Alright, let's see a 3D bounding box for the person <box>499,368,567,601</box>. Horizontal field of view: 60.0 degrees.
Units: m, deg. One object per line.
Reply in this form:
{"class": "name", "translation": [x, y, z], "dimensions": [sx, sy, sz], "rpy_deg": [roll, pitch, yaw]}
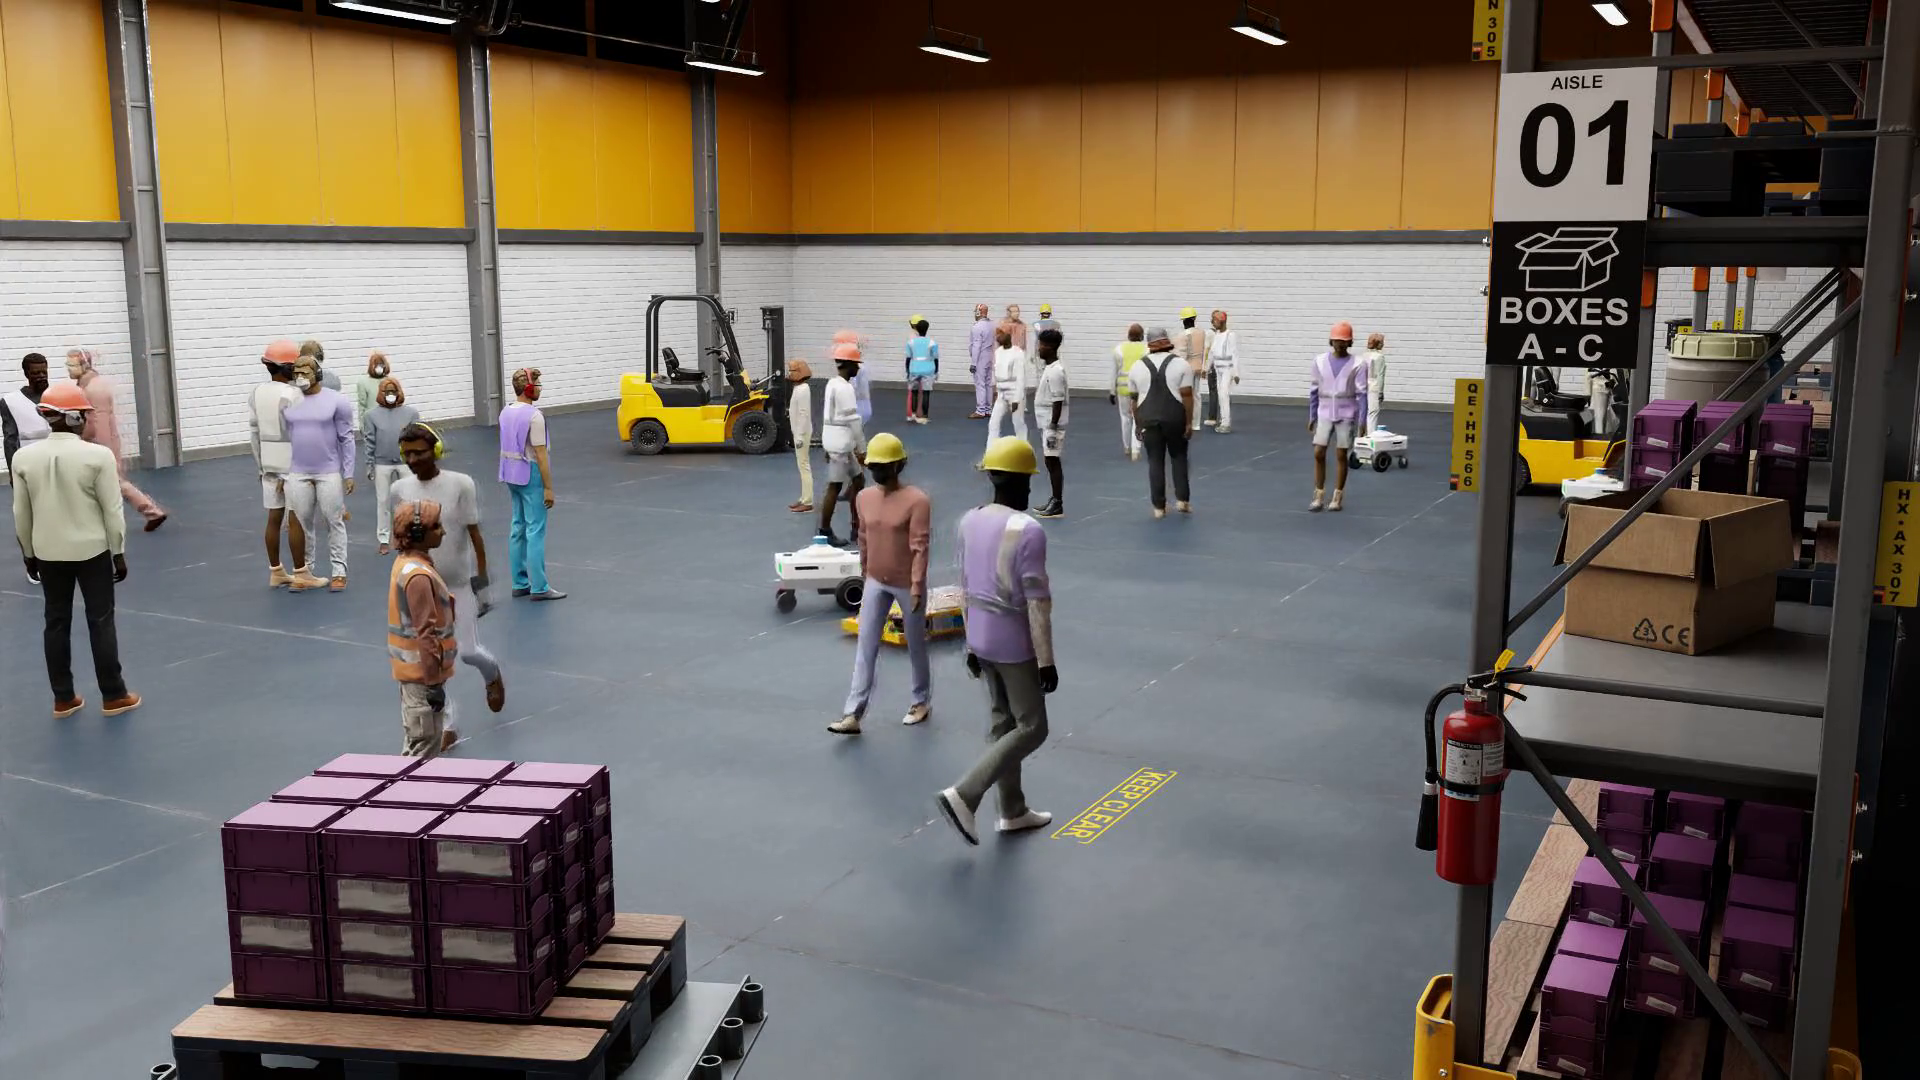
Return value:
{"class": "person", "translation": [-3.424, -0.436, 13.160], "dimensions": [0.566, 1.846, 0.389], "rpy_deg": [9, 13, 43]}

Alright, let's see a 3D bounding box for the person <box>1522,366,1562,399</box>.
{"class": "person", "translation": [8.099, -2.236, 23.316], "dimensions": [0.631, 1.940, 0.372], "rpy_deg": [6, 12, 31]}

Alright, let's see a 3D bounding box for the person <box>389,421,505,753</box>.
{"class": "person", "translation": [-2.846, 0.238, 9.301], "dimensions": [0.569, 1.833, 0.684], "rpy_deg": [1, 10, 5]}

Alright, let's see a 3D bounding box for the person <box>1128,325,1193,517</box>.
{"class": "person", "translation": [2.099, -1.269, 17.421], "dimensions": [0.699, 2.000, 0.581], "rpy_deg": [3, 10, 15]}

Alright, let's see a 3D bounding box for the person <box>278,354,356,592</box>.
{"class": "person", "translation": [-5.219, -0.535, 13.470], "dimensions": [0.634, 1.938, 0.355], "rpy_deg": [0, 10, -2]}

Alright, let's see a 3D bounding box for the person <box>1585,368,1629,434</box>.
{"class": "person", "translation": [8.768, -2.036, 22.496], "dimensions": [0.617, 1.820, 0.431], "rpy_deg": [2, 10, 12]}

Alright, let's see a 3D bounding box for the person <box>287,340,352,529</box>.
{"class": "person", "translation": [-6.432, -1.036, 16.509], "dimensions": [0.644, 1.900, 0.999], "rpy_deg": [1, 10, 7]}

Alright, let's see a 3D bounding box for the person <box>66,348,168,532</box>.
{"class": "person", "translation": [-8.218, -0.932, 16.032], "dimensions": [0.875, 1.861, 0.678], "rpy_deg": [-9, 13, -41]}

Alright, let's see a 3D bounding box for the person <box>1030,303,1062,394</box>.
{"class": "person", "translation": [1.560, -3.402, 30.370], "dimensions": [0.586, 1.833, 0.403], "rpy_deg": [-2, 10, -13]}

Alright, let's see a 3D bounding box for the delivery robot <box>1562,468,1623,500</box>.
{"class": "delivery robot", "translation": [6.509, -0.492, 16.947], "dimensions": [0.707, 0.478, 0.477], "rpy_deg": [4, 11, 21]}

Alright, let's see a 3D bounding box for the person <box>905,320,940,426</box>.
{"class": "person", "translation": [-0.594, -2.677, 26.633], "dimensions": [0.548, 1.678, 0.621], "rpy_deg": [1, 10, 7]}

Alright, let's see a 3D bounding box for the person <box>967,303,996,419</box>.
{"class": "person", "translation": [0.344, -2.971, 27.665], "dimensions": [0.408, 1.909, 0.642], "rpy_deg": [5, 11, 27]}

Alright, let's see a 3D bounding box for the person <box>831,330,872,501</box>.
{"class": "person", "translation": [-1.078, -1.353, 18.309], "dimensions": [0.713, 1.900, 0.595], "rpy_deg": [1, 10, 8]}

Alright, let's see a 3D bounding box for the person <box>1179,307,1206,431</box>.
{"class": "person", "translation": [3.520, -2.610, 25.516], "dimensions": [0.368, 1.926, 0.587], "rpy_deg": [9, 13, 41]}

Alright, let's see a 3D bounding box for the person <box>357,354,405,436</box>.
{"class": "person", "translation": [-6.702, -1.370, 19.298], "dimensions": [0.510, 1.593, 0.832], "rpy_deg": [-5, 11, -28]}

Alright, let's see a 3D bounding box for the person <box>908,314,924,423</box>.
{"class": "person", "translation": [-0.702, -2.782, 26.983], "dimensions": [0.333, 1.767, 0.532], "rpy_deg": [1, 10, 8]}

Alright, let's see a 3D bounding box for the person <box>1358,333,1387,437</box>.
{"class": "person", "translation": [5.731, -2.051, 23.117], "dimensions": [0.315, 1.636, 0.514], "rpy_deg": [-3, 10, -16]}

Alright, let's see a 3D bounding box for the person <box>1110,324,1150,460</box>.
{"class": "person", "translation": [2.363, -1.994, 22.346], "dimensions": [0.661, 1.786, 0.981], "rpy_deg": [2, 10, 13]}

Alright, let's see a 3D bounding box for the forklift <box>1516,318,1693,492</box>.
{"class": "forklift", "translation": [7.066, -1.601, 18.899], "dimensions": [2.313, 2.155, 1.214], "rpy_deg": [5, 11, 27]}

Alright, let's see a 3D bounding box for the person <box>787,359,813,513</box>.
{"class": "person", "translation": [-1.697, -1.109, 17.670], "dimensions": [0.273, 1.632, 0.507], "rpy_deg": [-1, 10, -7]}

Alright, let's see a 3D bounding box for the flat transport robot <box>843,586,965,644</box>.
{"class": "flat transport robot", "translation": [-0.095, 0.516, 12.207], "dimensions": [1.431, 0.197, 0.652], "rpy_deg": [-8, 13, -41]}

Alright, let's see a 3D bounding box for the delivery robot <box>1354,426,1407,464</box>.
{"class": "delivery robot", "translation": [5.342, -1.210, 21.106], "dimensions": [0.707, 0.478, 0.477], "rpy_deg": [-7, 12, -35]}

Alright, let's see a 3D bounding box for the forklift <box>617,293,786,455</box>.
{"class": "forklift", "translation": [-3.588, -2.317, 23.042], "dimensions": [2.313, 2.155, 1.214], "rpy_deg": [-1, 10, -5]}

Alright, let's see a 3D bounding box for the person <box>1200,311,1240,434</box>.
{"class": "person", "translation": [3.977, -2.548, 25.364], "dimensions": [0.670, 1.864, 0.668], "rpy_deg": [-5, 11, -25]}

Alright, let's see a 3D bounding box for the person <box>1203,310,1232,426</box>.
{"class": "person", "translation": [4.104, -2.740, 26.514], "dimensions": [0.506, 1.843, 0.349], "rpy_deg": [-3, 10, -19]}

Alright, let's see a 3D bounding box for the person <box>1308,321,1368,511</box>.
{"class": "person", "translation": [3.958, -1.286, 17.546], "dimensions": [0.645, 2.026, 0.690], "rpy_deg": [5, 11, 25]}

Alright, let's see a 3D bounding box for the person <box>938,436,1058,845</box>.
{"class": "person", "translation": [0.180, 0.475, 7.685], "dimensions": [0.635, 1.910, 0.610], "rpy_deg": [-6, 12, -33]}

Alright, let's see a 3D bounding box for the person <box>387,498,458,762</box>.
{"class": "person", "translation": [-2.452, 0.624, 7.621], "dimensions": [0.306, 1.639, 0.523], "rpy_deg": [-5, 11, -25]}

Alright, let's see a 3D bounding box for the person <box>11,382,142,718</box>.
{"class": "person", "translation": [-5.241, 0.063, 9.851], "dimensions": [0.612, 1.991, 0.392], "rpy_deg": [0, 10, -2]}

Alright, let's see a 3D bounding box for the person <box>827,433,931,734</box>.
{"class": "person", "translation": [-0.418, 0.261, 9.452], "dimensions": [0.536, 1.724, 0.871], "rpy_deg": [5, 11, 28]}

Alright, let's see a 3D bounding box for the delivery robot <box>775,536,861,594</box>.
{"class": "delivery robot", "translation": [-1.074, 0.212, 12.874], "dimensions": [0.707, 0.478, 0.477], "rpy_deg": [-1, 10, -8]}

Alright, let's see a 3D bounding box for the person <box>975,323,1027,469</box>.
{"class": "person", "translation": [0.532, -1.787, 20.951], "dimensions": [0.875, 1.850, 0.605], "rpy_deg": [-7, 12, -36]}

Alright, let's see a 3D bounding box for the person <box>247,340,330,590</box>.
{"class": "person", "translation": [-5.484, -0.603, 13.556], "dimensions": [0.609, 2.044, 0.393], "rpy_deg": [5, 11, 27]}

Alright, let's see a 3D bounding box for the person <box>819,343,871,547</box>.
{"class": "person", "translation": [-1.010, -0.881, 15.555], "dimensions": [0.781, 1.902, 0.570], "rpy_deg": [-2, 10, -12]}

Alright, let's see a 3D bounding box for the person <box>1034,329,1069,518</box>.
{"class": "person", "translation": [0.938, -1.207, 17.296], "dimensions": [0.385, 1.963, 0.645], "rpy_deg": [0, 10, 0]}

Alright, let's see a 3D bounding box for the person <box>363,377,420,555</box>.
{"class": "person", "translation": [-5.173, -0.679, 15.206], "dimensions": [0.502, 1.627, 0.276], "rpy_deg": [-4, 10, -21]}

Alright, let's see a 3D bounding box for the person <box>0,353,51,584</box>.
{"class": "person", "translation": [-7.689, -0.607, 13.943], "dimensions": [0.391, 1.920, 0.593], "rpy_deg": [7, 12, 34]}

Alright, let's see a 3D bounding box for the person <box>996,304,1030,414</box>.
{"class": "person", "translation": [0.925, -3.077, 28.352], "dimensions": [0.647, 1.882, 0.732], "rpy_deg": [-5, 11, -28]}
